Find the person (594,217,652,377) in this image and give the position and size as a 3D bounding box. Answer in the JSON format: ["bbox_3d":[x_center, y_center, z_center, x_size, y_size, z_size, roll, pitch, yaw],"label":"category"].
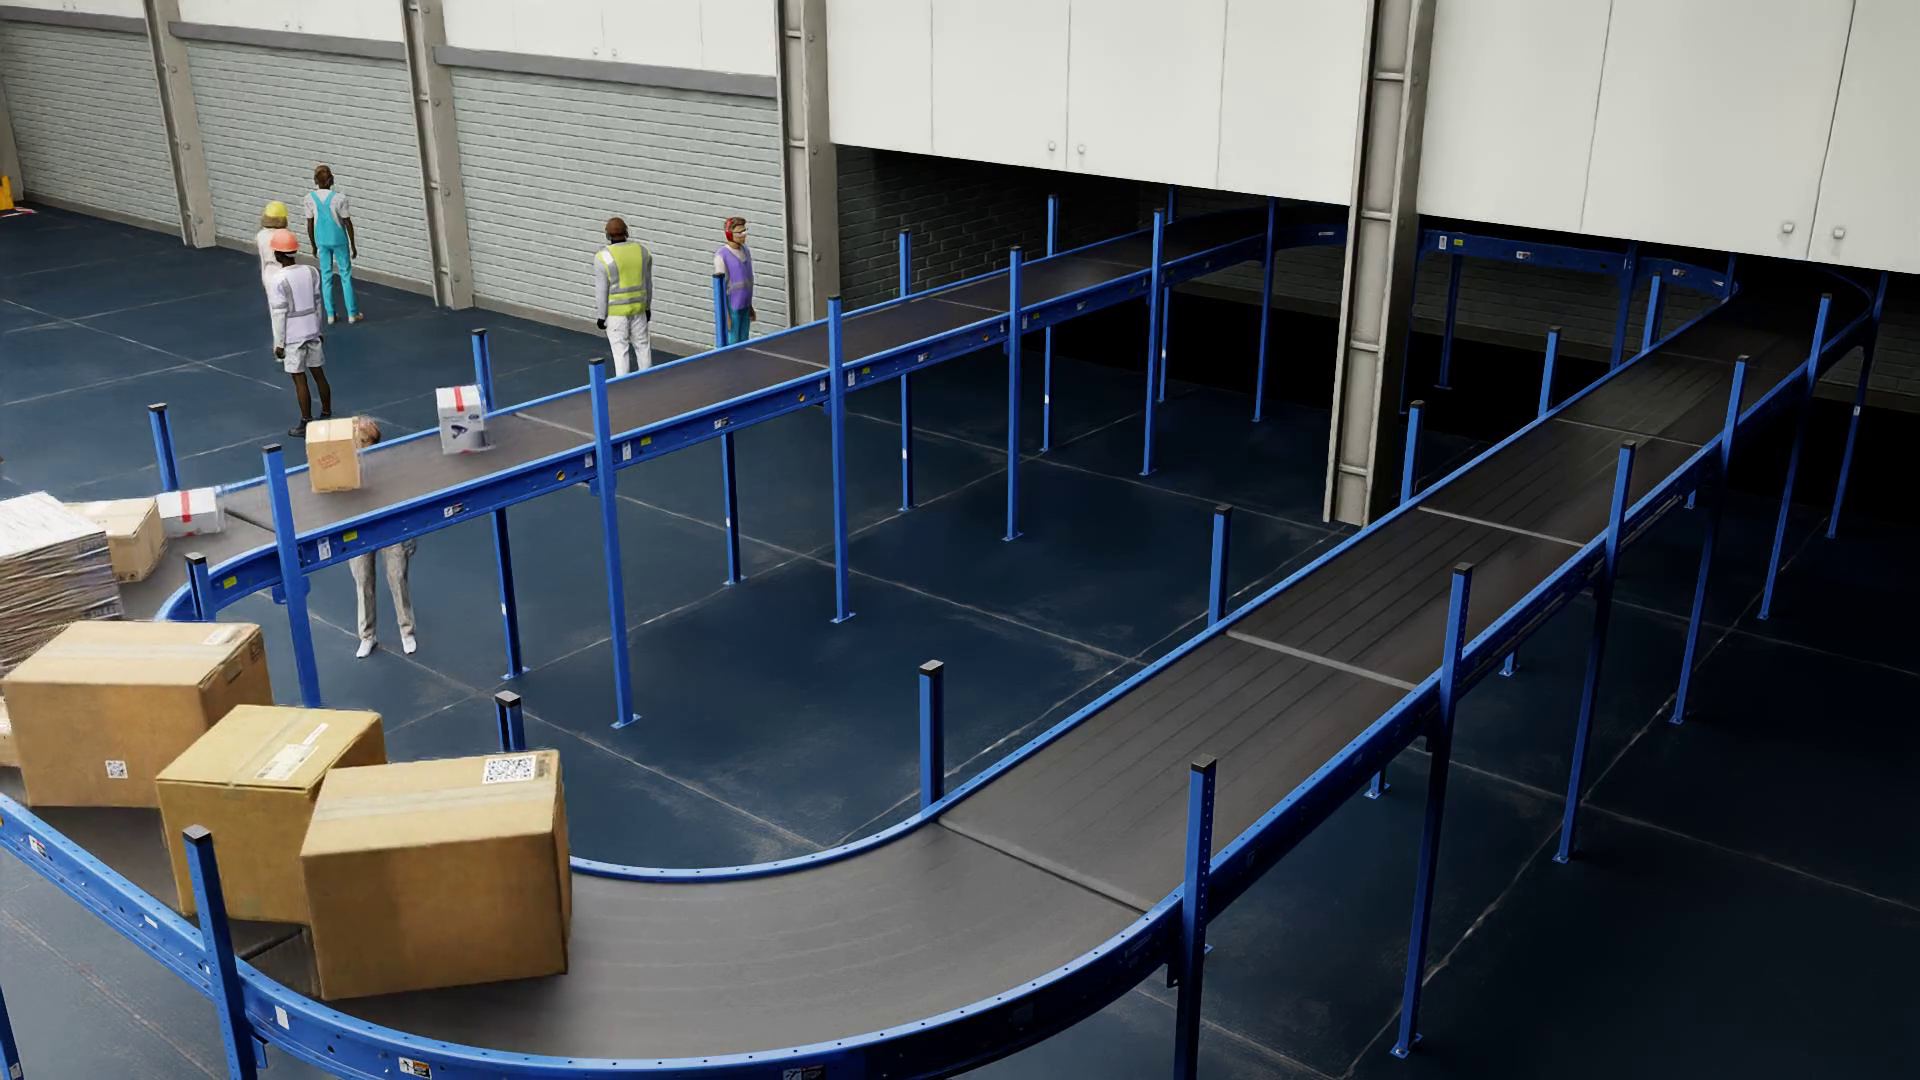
[{"bbox_3d":[-3.325,-2.268,16.444,0.624,1.841,0.430,-18,28,-38],"label":"person"}]

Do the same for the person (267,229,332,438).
[{"bbox_3d":[-6.128,-1.904,15.402,0.398,1.941,0.554,10,24,24],"label":"person"}]

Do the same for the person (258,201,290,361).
[{"bbox_3d":[-7.269,-2.764,17.842,0.529,1.730,0.348,13,25,29],"label":"person"}]

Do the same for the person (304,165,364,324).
[{"bbox_3d":[-7.319,-3.443,19.418,0.514,1.844,0.333,-2,22,-4],"label":"person"}]

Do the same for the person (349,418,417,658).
[{"bbox_3d":[-3.855,-0.018,10.991,0.513,1.642,0.313,-4,22,-9],"label":"person"}]

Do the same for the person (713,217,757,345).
[{"bbox_3d":[-2.219,-2.276,16.453,0.390,1.847,0.563,8,23,19],"label":"person"}]
